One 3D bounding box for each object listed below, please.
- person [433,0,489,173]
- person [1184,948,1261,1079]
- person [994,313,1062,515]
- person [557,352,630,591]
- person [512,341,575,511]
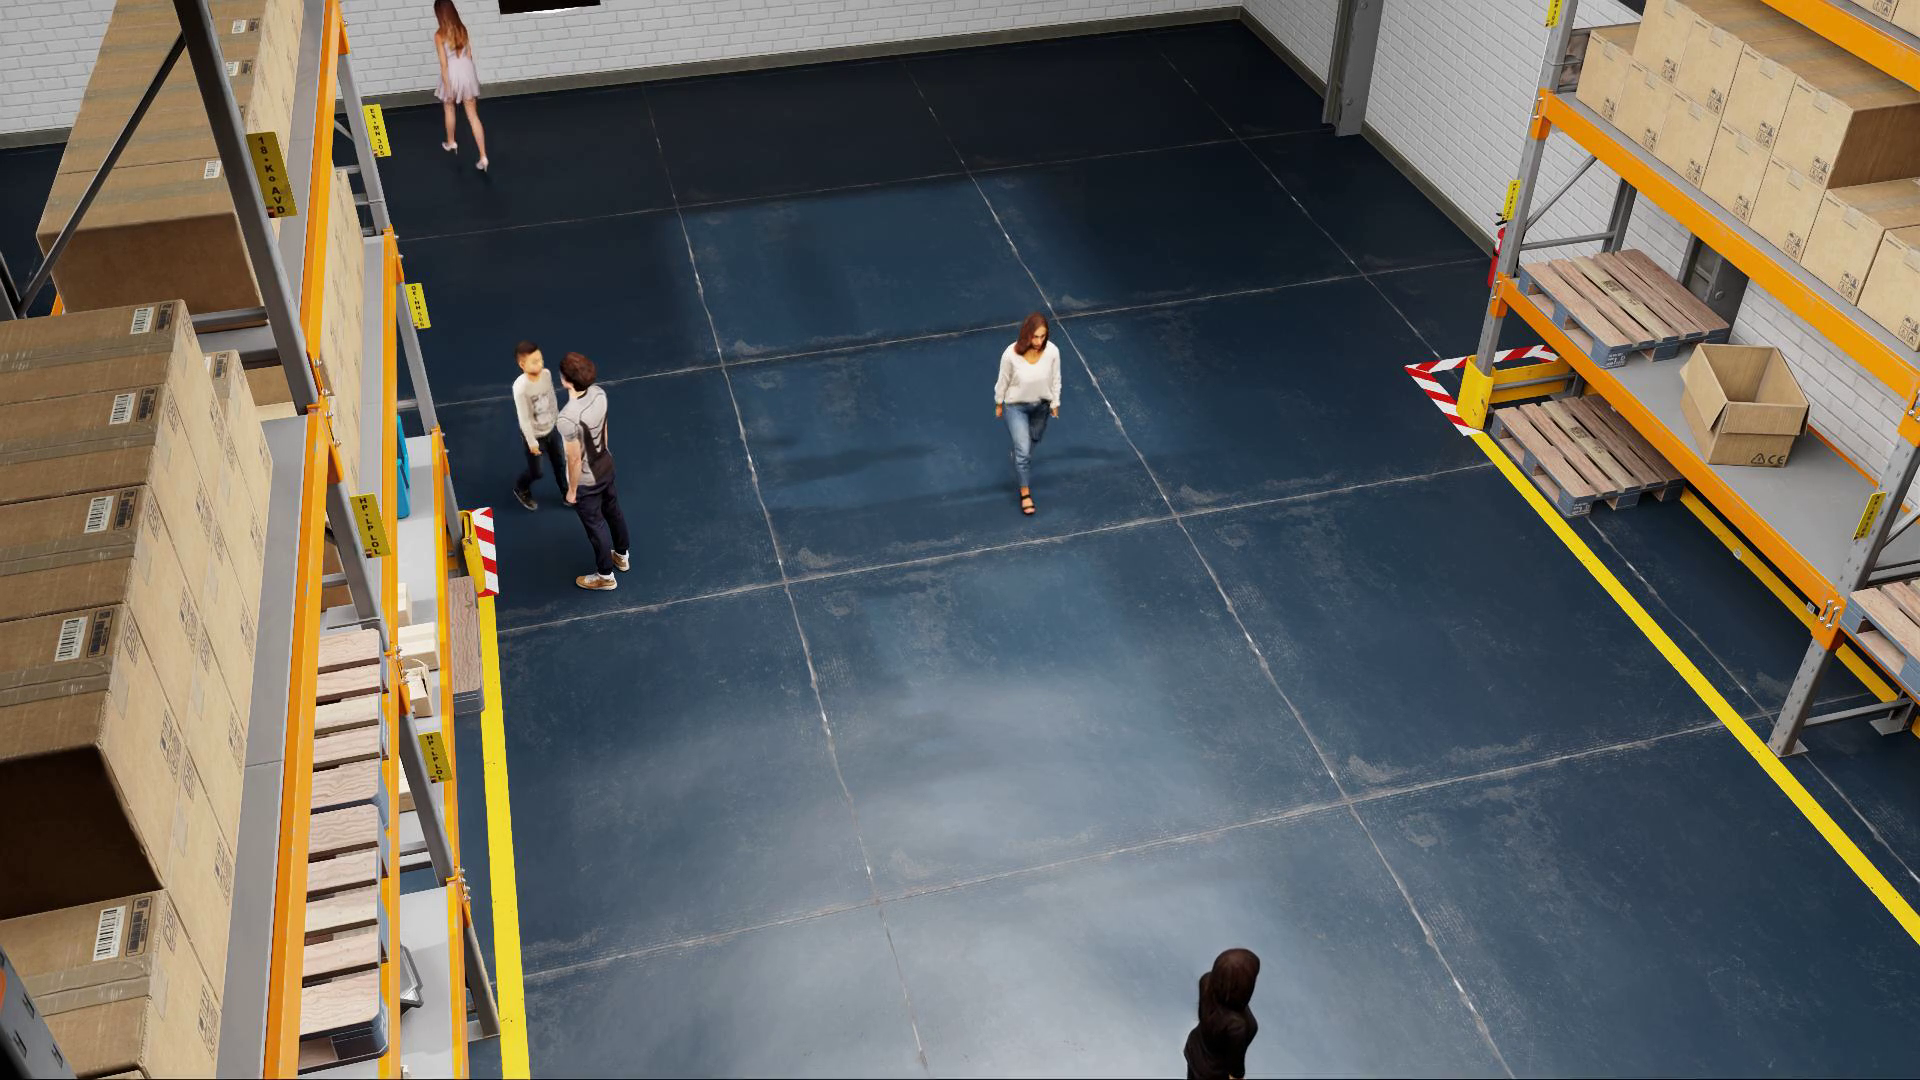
[{"bbox_3d":[-4.954,-4.524,16.656,1.061,1.735,0.885,31,48,33],"label":"person"},{"bbox_3d":[1.201,2.503,7.937,0.632,1.637,0.459,-12,40,-15],"label":"person"},{"bbox_3d":[0.482,-1.044,12.374,0.664,1.642,1.010,-7,39,-9],"label":"person"},{"bbox_3d":[-2.541,-0.481,11.462,0.794,1.900,0.703,13,41,16],"label":"person"},{"bbox_3d":[-3.137,-0.811,12.234,0.889,1.453,0.827,17,42,20],"label":"person"}]
